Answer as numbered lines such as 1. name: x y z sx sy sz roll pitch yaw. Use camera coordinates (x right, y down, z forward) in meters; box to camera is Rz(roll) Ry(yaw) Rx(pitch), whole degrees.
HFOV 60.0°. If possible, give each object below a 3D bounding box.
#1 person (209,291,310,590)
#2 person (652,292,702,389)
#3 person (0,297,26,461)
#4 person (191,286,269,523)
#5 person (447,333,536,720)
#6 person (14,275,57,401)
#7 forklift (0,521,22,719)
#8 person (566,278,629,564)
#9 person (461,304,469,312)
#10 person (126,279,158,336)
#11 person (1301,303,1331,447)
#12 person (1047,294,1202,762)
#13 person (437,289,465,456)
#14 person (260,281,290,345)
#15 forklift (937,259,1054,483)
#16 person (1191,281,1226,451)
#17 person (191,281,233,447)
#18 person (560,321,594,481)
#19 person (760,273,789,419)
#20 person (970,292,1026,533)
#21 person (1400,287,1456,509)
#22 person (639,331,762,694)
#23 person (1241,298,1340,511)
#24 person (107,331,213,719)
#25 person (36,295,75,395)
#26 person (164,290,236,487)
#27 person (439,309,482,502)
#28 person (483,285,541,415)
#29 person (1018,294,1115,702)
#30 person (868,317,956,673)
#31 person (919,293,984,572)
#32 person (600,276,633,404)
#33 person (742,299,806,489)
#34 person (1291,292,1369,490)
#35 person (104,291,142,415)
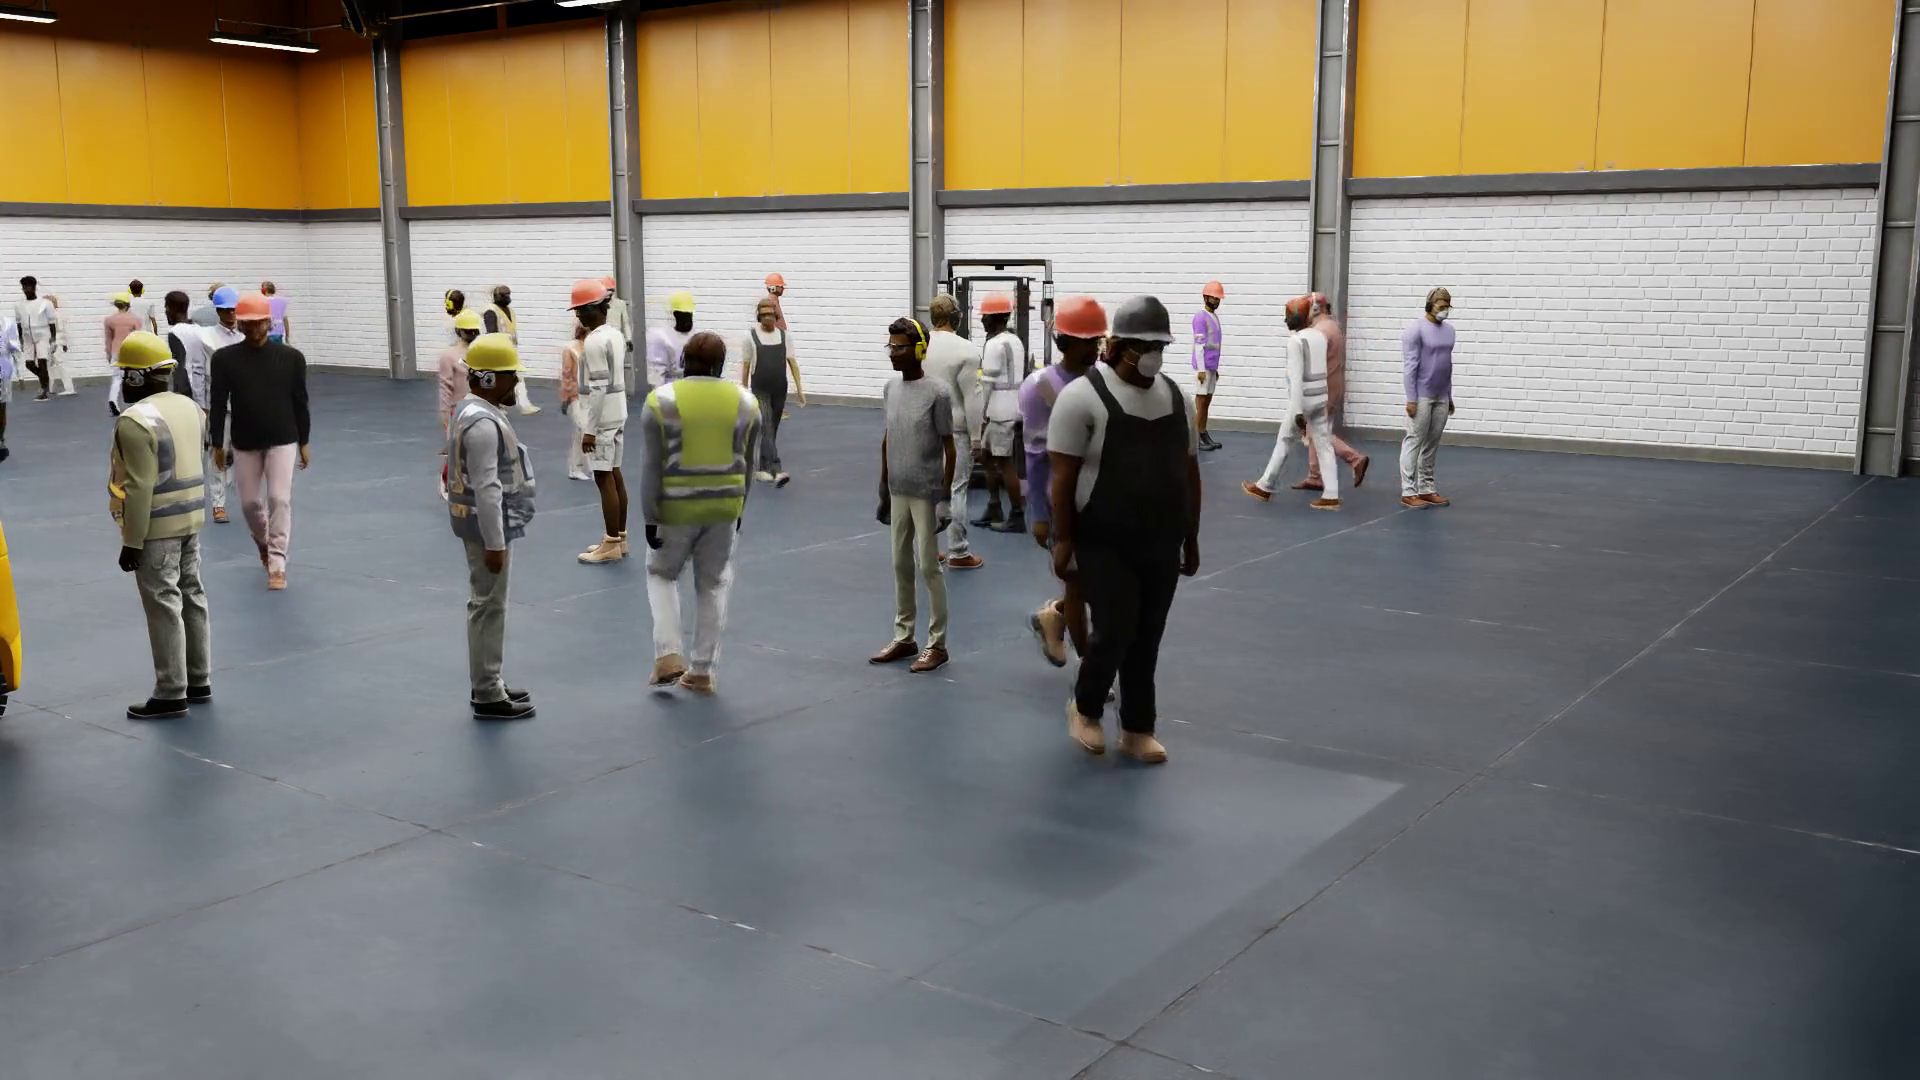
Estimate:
1. person: -4.689 -0.684 11.173 0.623 1.968 0.811 -3 10 -17
2. person: -2.466 -1.289 15.023 0.613 1.874 0.983 -8 12 -38
3. person: -10.500 -1.808 18.117 0.552 1.878 0.998 -9 13 -43
4. person: -6.047 -1.124 13.826 0.604 1.949 0.389 -8 13 -41
5. person: -2.207 -0.060 7.875 0.403 1.826 0.592 -3 10 -19
6. person: -14.290 -3.128 25.796 0.608 1.946 0.646 0 10 -2
7. forklift: -5.296 -0.090 6.943 1.214 2.155 2.313 7 12 35
8. person: -2.588 -0.843 11.905 0.390 2.034 0.605 1 10 3
9. person: -6.124 -2.093 20.529 0.307 1.637 0.511 -7 12 -36
10. person: -12.958 -3.184 26.321 0.510 1.877 0.328 -5 11 -27
11. person: 4.144 -1.915 19.318 0.320 1.690 0.524 1 10 7
12. person: 0.749 -0.041 7.107 0.710 2.000 0.536 -5 11 -27
13. person: -5.548 -1.833 18.374 0.677 1.848 0.533 5 11 26
14. person: -11.508 -3.391 27.709 0.576 1.827 0.566 8 12 38
15. forklift: 0.370 -1.738 16.759 1.214 2.155 2.313 1 10 3
16. person: 2.848 -1.989 19.033 0.376 1.933 0.544 5 11 28
17. person: -8.582 -2.042 19.379 0.650 1.917 0.524 -5 11 -27
18. person: -3.577 -1.344 16.168 0.830 1.597 0.528 6 11 33
19. person: -2.551 -2.668 22.884 0.378 1.996 0.611 -1 10 -6
20. person: 0.257 -1.008 13.246 0.669 1.913 0.562 3 10 16
21. person: 4.116 -1.244 14.593 0.627 1.934 0.371 -7 12 -36
22. person: -1.305 -0.134 8.334 0.630 1.813 0.443 -4 10 -23
23. person: 2.941 -1.195 14.571 0.598 1.829 1.004 -8 13 -41
24. person: -3.804 -0.069 7.893 0.403 1.834 0.587 1 10 3
25. person: -14.651 -3.121 26.732 0.753 1.610 0.520 -2 10 -9
26. person: -7.128 -1.375 15.510 0.637 1.903 0.599 0 10 -2
27. person: -4.268 -1.120 14.409 0.534 1.755 0.528 9 13 43
28. person: -6.250 -2.615 23.111 0.847 1.809 0.660 3 10 18
29. person: 0.530 -0.216 8.261 0.628 2.005 0.691 -5 11 -29
30. person: -0.244 -0.237 8.783 0.530 1.869 0.311 9 13 43
31. person: -0.102 -0.751 11.632 0.648 1.937 0.379 6 12 34
32. person: -5.368 -3.050 25.355 1.060 1.942 0.603 9 13 43
33. person: -1.785 -1.400 15.934 0.544 1.790 0.960 -5 11 -28
34. person: 3.471 -1.368 15.505 0.684 1.875 0.677 4 10 22
35. person: -11.773 -2.626 23.403 0.527 1.743 0.779 -1 10 -6
